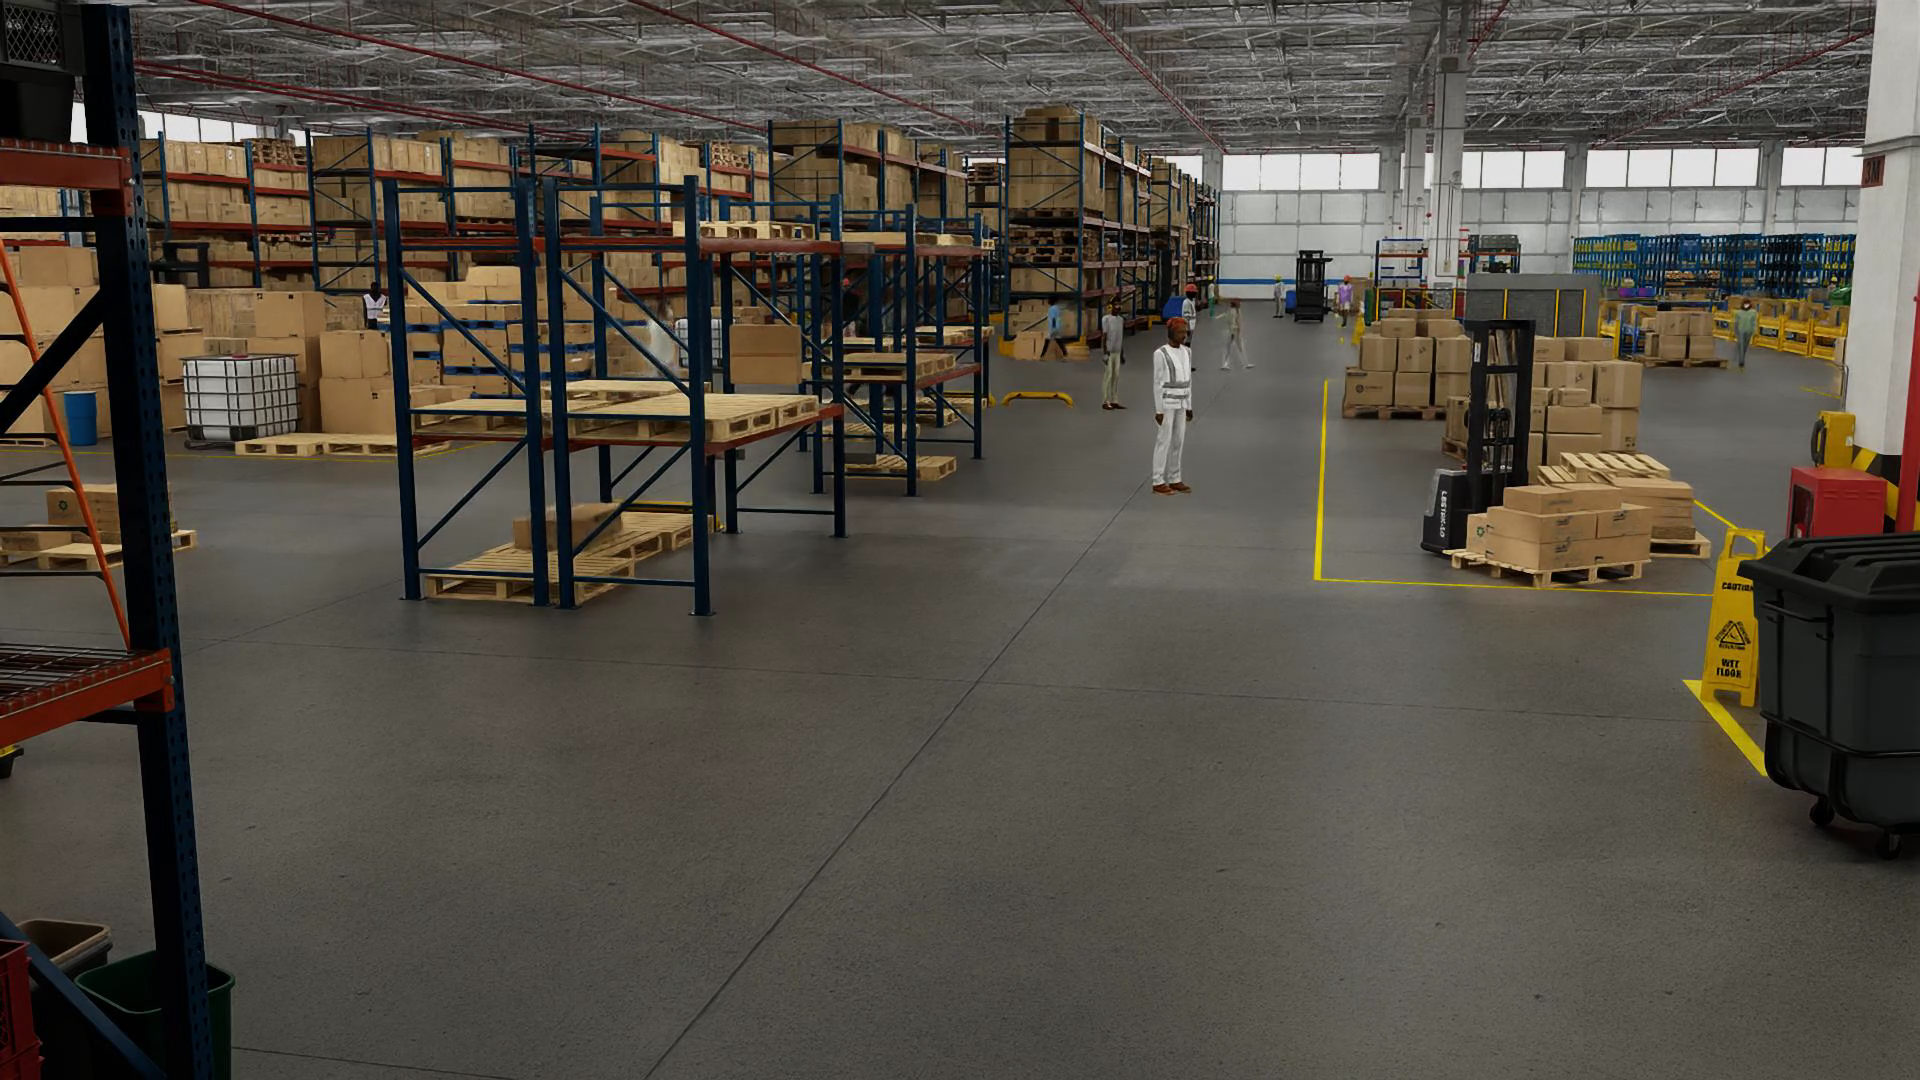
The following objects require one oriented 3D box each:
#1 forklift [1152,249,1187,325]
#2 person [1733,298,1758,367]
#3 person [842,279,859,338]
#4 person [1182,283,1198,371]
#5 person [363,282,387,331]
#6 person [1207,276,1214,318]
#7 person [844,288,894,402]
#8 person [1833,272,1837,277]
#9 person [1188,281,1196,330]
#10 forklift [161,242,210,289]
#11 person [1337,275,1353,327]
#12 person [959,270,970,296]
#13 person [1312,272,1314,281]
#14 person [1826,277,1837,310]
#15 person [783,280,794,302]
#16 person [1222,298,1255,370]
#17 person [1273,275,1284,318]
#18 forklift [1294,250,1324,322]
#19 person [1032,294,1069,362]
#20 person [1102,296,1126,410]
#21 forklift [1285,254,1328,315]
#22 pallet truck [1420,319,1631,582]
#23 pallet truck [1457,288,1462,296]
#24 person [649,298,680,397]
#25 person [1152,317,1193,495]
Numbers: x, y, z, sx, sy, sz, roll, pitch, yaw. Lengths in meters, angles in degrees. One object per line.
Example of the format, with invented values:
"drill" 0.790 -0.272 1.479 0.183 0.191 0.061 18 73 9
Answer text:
"forklift" 7.646 -9.320 61.395 1.873 2.768 1.129 2 10 11
"person" 18.114 -4.796 38.415 0.496 1.591 0.844 2 10 11
"person" -2.835 -5.525 41.588 0.613 1.986 0.403 -3 10 -17
"person" 5.082 -4.702 36.836 0.360 1.939 0.543 2 10 11
"person" -14.650 -5.510 41.713 0.587 1.911 0.397 -5 11 -26
"person" 10.528 -10.193 69.854 0.305 1.771 0.525 3 10 19
"person" -1.604 -3.399 28.814 1.040 2.000 0.696 -3 10 -15
"person" 42.279 -12.004 80.350 0.373 1.843 0.572 0 10 2
"person" 8.118 -8.232 58.450 0.320 1.695 0.537 2 10 11
"forklift" -16.060 -4.813 34.710 1.129 2.768 1.873 2 10 13
"person" 14.200 -8.812 61.345 0.559 1.893 0.993 3 10 19
"person" 0.238 -12.543 83.270 0.552 1.937 0.358 -2 10 -14
"person" 16.826 -11.731 78.366 0.861 1.960 0.642 -3 10 -19
"person" 34.478 -9.498 65.743 0.317 1.767 0.534 -1 10 -5
"person" -7.172 -10.063 69.526 0.505 1.618 0.350 3 10 16
"person" 6.205 -4.584 37.096 0.805 1.600 0.550 7 12 36
"person" 13.438 -10.277 70.209 0.404 1.822 0.587 -4 11 -25
"forklift" 13.778 -10.002 65.433 1.129 2.768 1.873 2 10 12
"person" 2.224 -5.087 39.951 0.892 1.649 0.548 2 10 12
"person" 2.538 -3.074 27.395 0.329 1.872 0.508 9 13 42
"forklift" 15.446 -11.421 73.838 1.873 2.768 1.129 2 10 12
"pallet truck" 4.543 -0.757 13.299 0.823 1.965 1.885 -4 10 -22
"pallet truck" 20.506 -9.785 68.819 0.653 1.274 1.630 2 10 12
"person" -4.489 -2.639 24.717 0.949 1.903 0.639 3 10 15
"person" 2.242 -1.409 17.533 0.351 1.878 0.568 9 13 43
